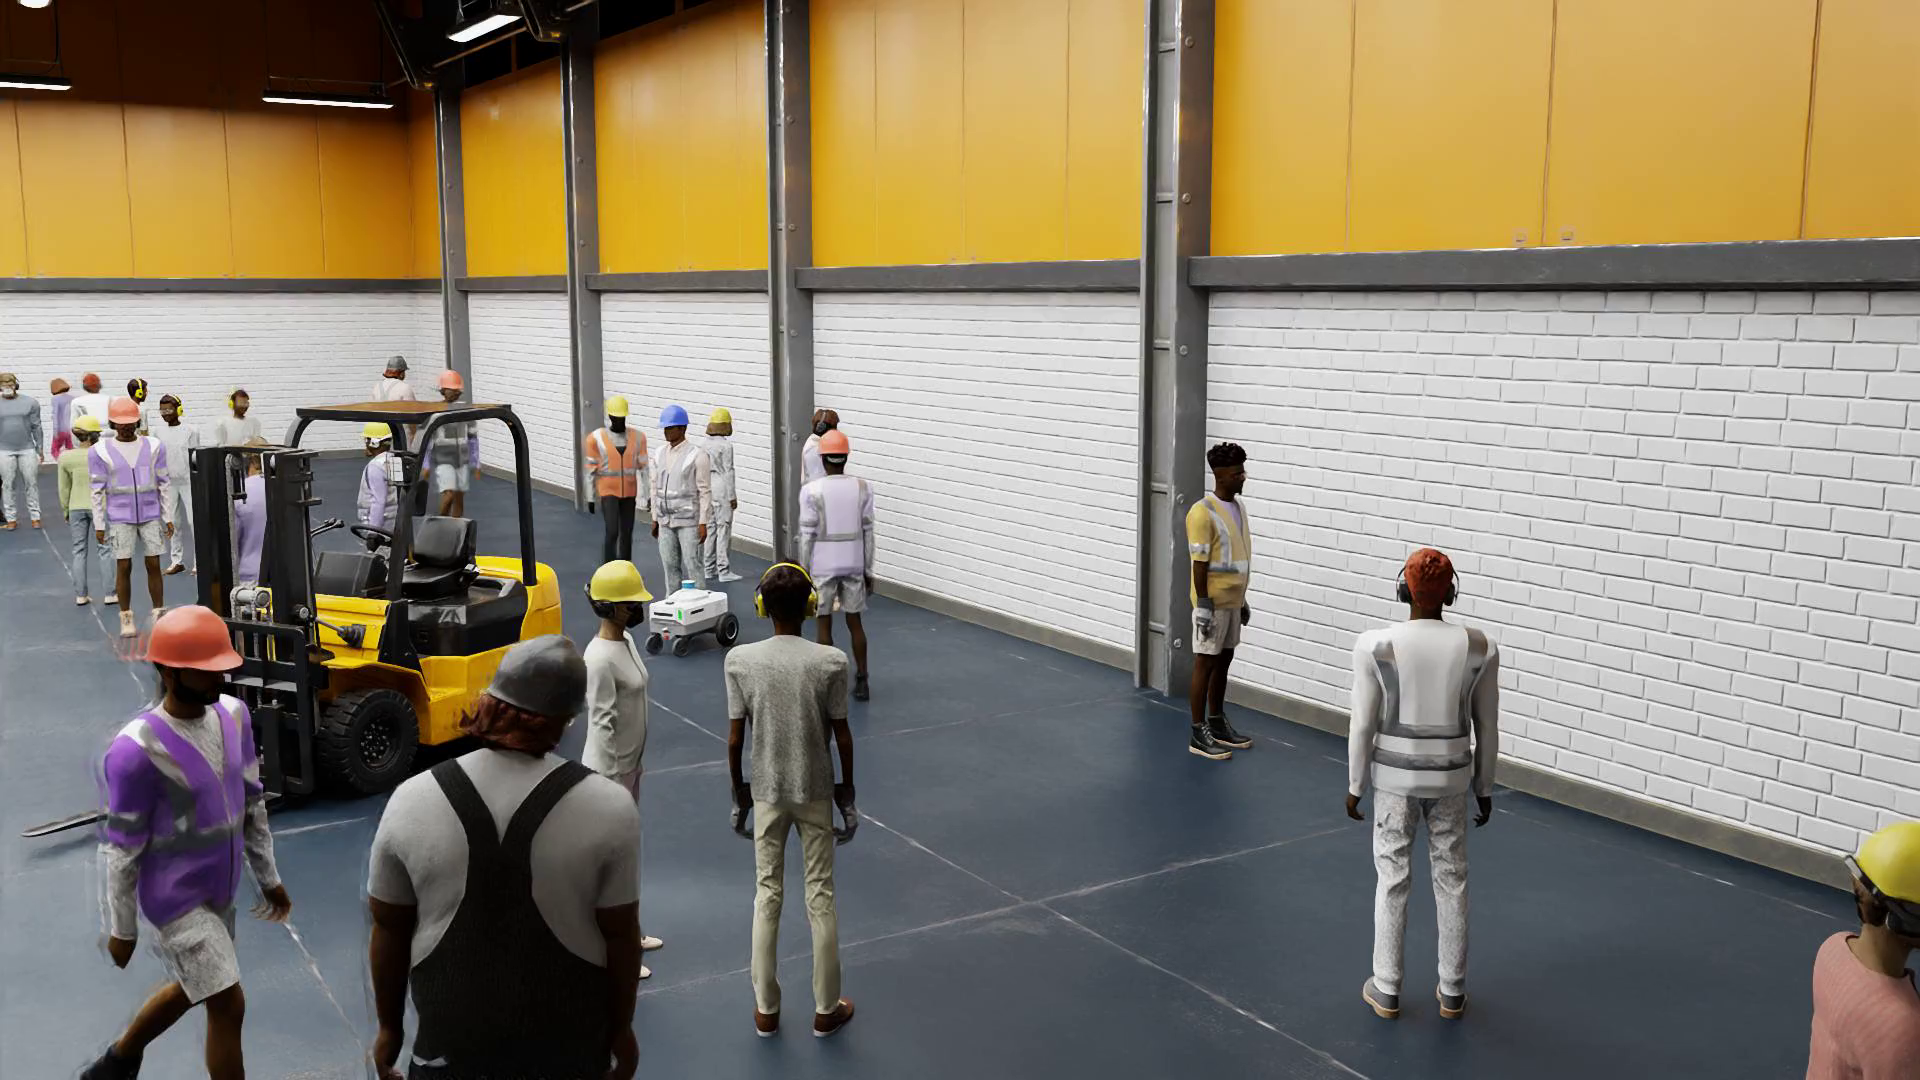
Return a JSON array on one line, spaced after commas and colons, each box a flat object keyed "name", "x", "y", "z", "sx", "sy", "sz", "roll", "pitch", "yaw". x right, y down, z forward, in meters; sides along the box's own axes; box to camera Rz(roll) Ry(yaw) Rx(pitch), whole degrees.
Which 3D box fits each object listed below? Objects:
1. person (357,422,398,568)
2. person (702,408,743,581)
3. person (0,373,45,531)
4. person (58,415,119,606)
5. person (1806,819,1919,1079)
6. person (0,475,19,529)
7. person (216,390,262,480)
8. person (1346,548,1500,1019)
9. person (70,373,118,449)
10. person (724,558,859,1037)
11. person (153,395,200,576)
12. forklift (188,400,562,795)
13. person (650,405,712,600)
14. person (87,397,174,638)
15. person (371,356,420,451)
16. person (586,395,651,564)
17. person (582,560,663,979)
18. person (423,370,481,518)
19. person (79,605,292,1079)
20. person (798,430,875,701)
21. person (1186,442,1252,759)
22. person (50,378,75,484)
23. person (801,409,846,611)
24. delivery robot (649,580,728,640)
[{"name": "person", "x": -4.919, "y": -0.132, "z": 14.185, "sx": 0.403, "sy": 1.834, "sz": 0.589, "roll": 0, "pitch": 8, "yaw": 2}, {"name": "person", "x": -2.400, "y": -0.458, "z": 16.730, "sx": 0.318, "sy": 1.737, "sz": 0.490, "roll": -7, "pitch": 11, "yaw": -39}, {"name": "person", "x": -11.495, "y": -1.072, "z": 20.228, "sx": 0.641, "sy": 1.927, "sz": 0.386, "roll": -5, "pitch": 10, "yaw": -31}, {"name": "person", "x": -8.023, "y": -0.273, "z": 15.370, "sx": 0.530, "sy": 1.765, "sz": 0.326, "roll": 0, "pitch": 8, "yaw": -2}, {"name": "person", "x": 2.017, "y": 1.466, "z": 3.682, "sx": 0.344, "sy": 1.758, "sz": 0.532, "roll": 2, "pitch": 9, "yaw": 13}, {"name": "person", "x": -11.866, "y": -1.122, "z": 20.415, "sx": 0.361, "sy": 1.964, "sz": 0.616, "roll": -1, "pitch": 9, "yaw": -8}, {"name": "person", "x": -7.946, "y": -0.760, "z": 18.485, "sx": 0.987, "sy": 1.812, "sz": 0.494, "roll": 6, "pitch": 10, "yaw": 36}, {"name": "person", "x": 1.831, "y": 0.968, "z": 6.607, "sx": 0.582, "sy": 1.882, "sz": 0.338, "roll": 1, "pitch": 8, "yaw": 5}, {"name": "person", "x": -11.384, "y": -1.276, "z": 21.911, "sx": 0.586, "sy": 1.820, "sz": 1.016, "roll": -7, "pitch": 11, "yaw": -39}, {"name": "person", "x": -0.644, "y": 0.997, "z": 6.445, "sx": 0.510, "sy": 1.877, "sz": 0.328, "roll": 0, "pitch": 8, "yaw": 3}, {"name": "person", "x": -7.973, "y": -0.557, "z": 16.977, "sx": 0.512, "sy": 1.861, "sz": 0.325, "roll": 1, "pitch": 8, "yaw": 4}, {"name": "forklift", "x": -3.529, "y": 0.258, "z": 10.348, "sx": 1.214, "sy": 2.155, "sz": 2.313, "roll": 4, "pitch": 9, "yaw": 25}, {"name": "person", "x": -2.376, "y": -0.172, "z": 14.071, "sx": 0.618, "sy": 1.945, "sz": 0.394, "roll": 5, "pitch": 10, "yaw": 31}, {"name": "person", "x": -6.919, "y": -0.186, "z": 13.922, "sx": 0.612, "sy": 2.029, "sz": 0.407, "roll": -6, "pitch": 11, "yaw": -37}, {"name": "person", "x": -7.636, "y": -1.499, "z": 22.706, "sx": 0.688, "sy": 2.000, "sz": 0.536, "roll": 4, "pitch": 10, "yaw": 28}, {"name": "person", "x": -3.290, "y": -0.452, "z": 16.112, "sx": 0.602, "sy": 1.904, "sz": 0.593, "roll": -5, "pitch": 10, "yaw": -30}, {"name": "person", "x": -1.437, "y": 0.959, "z": 7.065, "sx": 0.310, "sy": 1.768, "sz": 0.533, "roll": 0, "pitch": 8, "yaw": -1}, {"name": "person", "x": -5.621, "y": -0.865, "z": 18.462, "sx": 0.639, "sy": 2.028, "sz": 0.422, "roll": -8, "pitch": 11, "yaw": -43}, {"name": "person", "x": -2.595, "y": 1.132, "z": 5.471, "sx": 0.926, "sy": 1.903, "sz": 0.541, "roll": 2, "pitch": 9, "yaw": 11}, {"name": "person", "x": -0.874, "y": 0.197, "z": 11.743, "sx": 0.570, "sy": 1.921, "sz": 0.479, "roll": -4, "pitch": 9, "yaw": -23}, {"name": "person", "x": 1.636, "y": 0.364, "z": 10.399, "sx": 0.367, "sy": 1.966, "sz": 0.603, "roll": 6, "pitch": 10, "yaw": 34}, {"name": "person", "x": -13.438, "y": -1.624, "z": 24.972, "sx": 0.394, "sy": 1.605, "sz": 0.530, "roll": 2, "pitch": 9, "yaw": 14}, {"name": "person", "x": -1.236, "y": -0.278, "z": 15.169, "sx": 0.429, "sy": 1.837, "sz": 0.621, "roll": -1, "pitch": 8, "yaw": -4}, {"name": "delivery robot", "x": -2.189, "y": 0.571, "z": 13.426, "sx": 0.477, "sy": 0.478, "sz": 0.707, "roll": 4, "pitch": 9, "yaw": 26}]
